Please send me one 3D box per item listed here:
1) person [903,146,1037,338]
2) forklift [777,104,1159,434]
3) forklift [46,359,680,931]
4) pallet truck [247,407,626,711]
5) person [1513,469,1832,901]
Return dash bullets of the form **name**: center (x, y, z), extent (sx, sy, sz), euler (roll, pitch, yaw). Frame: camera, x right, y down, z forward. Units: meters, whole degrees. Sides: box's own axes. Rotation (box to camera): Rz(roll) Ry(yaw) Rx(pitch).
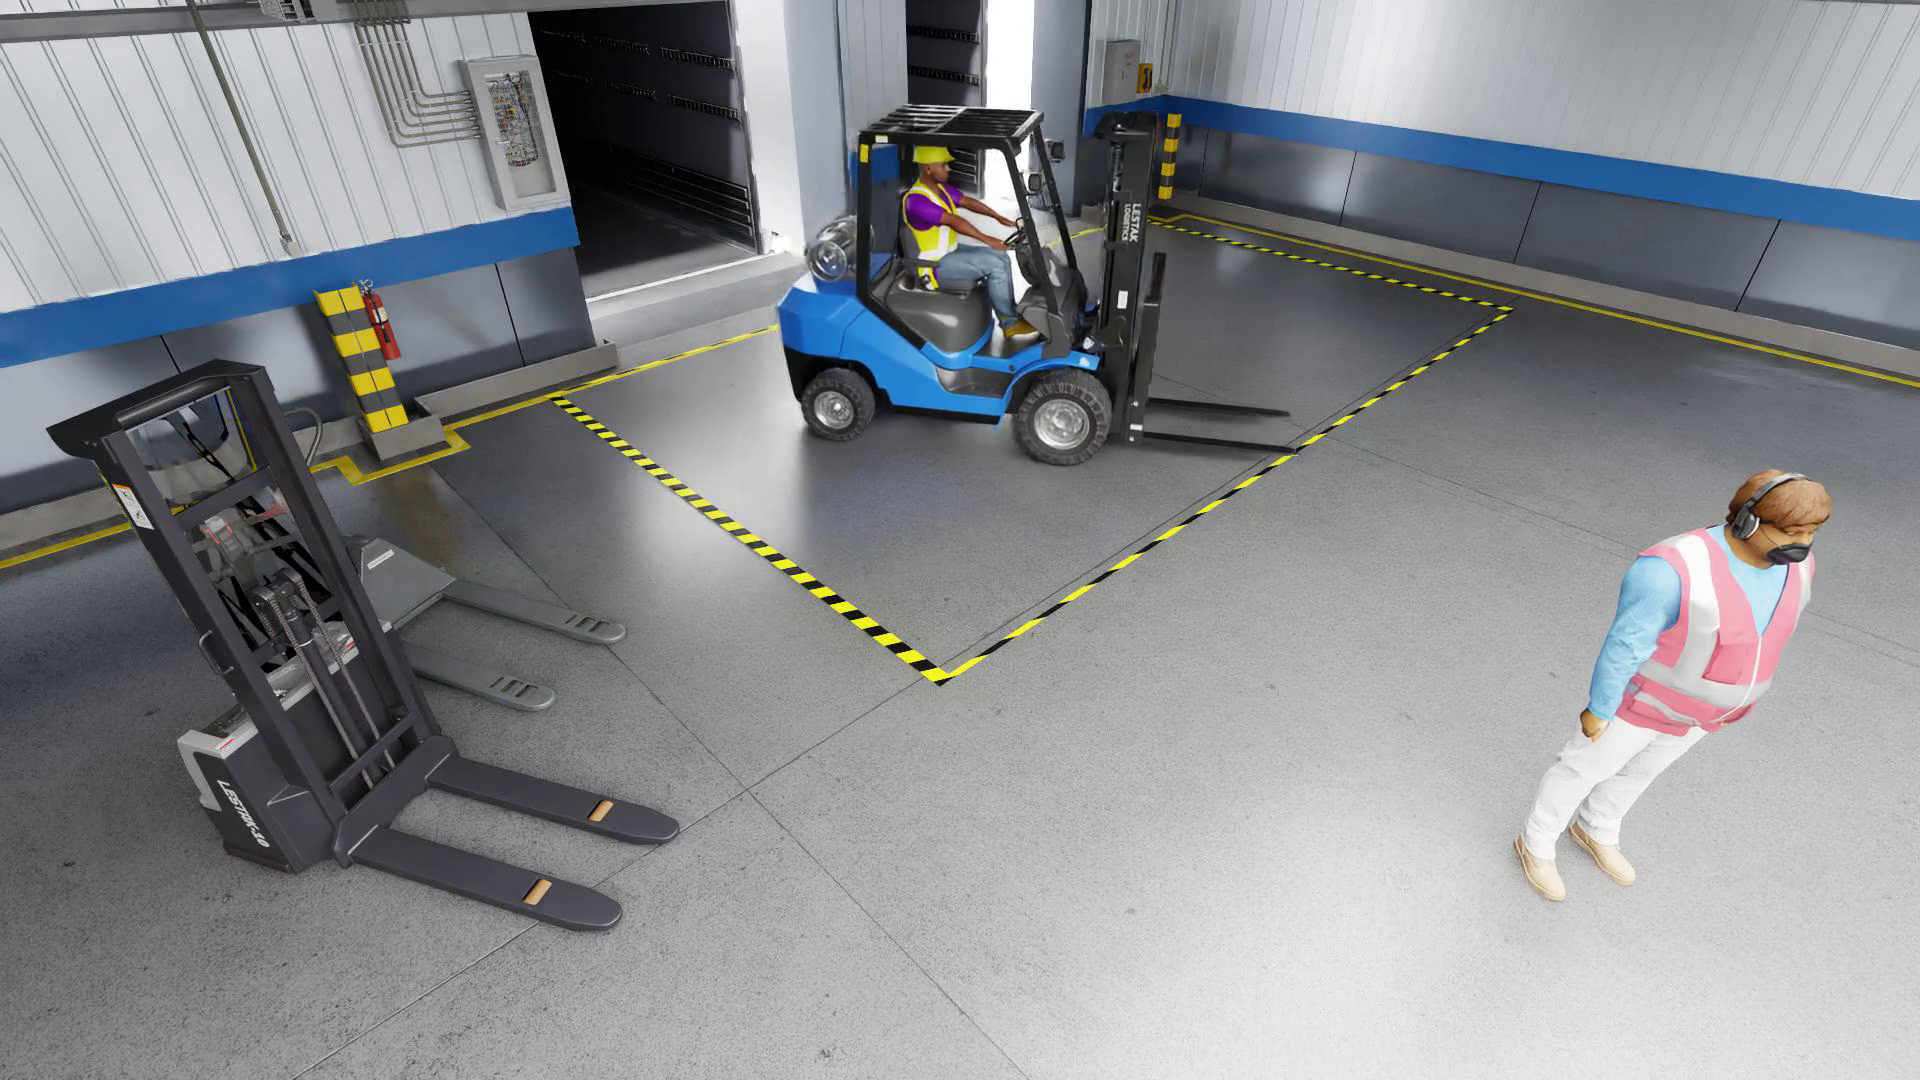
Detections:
- **person**: center (0.128, -2.077, 6.379), extent (1.004, 1.294, 0.635), euler (8, 35, 11)
- **forklift**: center (0.071, -1.934, 6.502), extent (2.680, 2.036, 1.157), euler (8, 35, 11)
- **forklift**: center (-2.135, 0.422, 3.354), extent (1.885, 1.965, 0.823), euler (10, 35, 14)
- **pallet truck**: center (-2.628, 0.038, 4.590), extent (1.601, 1.201, 0.680), euler (12, 36, 18)
- **person**: center (2.519, 0.572, 3.270), extent (0.618, 1.845, 0.430), euler (-6, 35, -9)
